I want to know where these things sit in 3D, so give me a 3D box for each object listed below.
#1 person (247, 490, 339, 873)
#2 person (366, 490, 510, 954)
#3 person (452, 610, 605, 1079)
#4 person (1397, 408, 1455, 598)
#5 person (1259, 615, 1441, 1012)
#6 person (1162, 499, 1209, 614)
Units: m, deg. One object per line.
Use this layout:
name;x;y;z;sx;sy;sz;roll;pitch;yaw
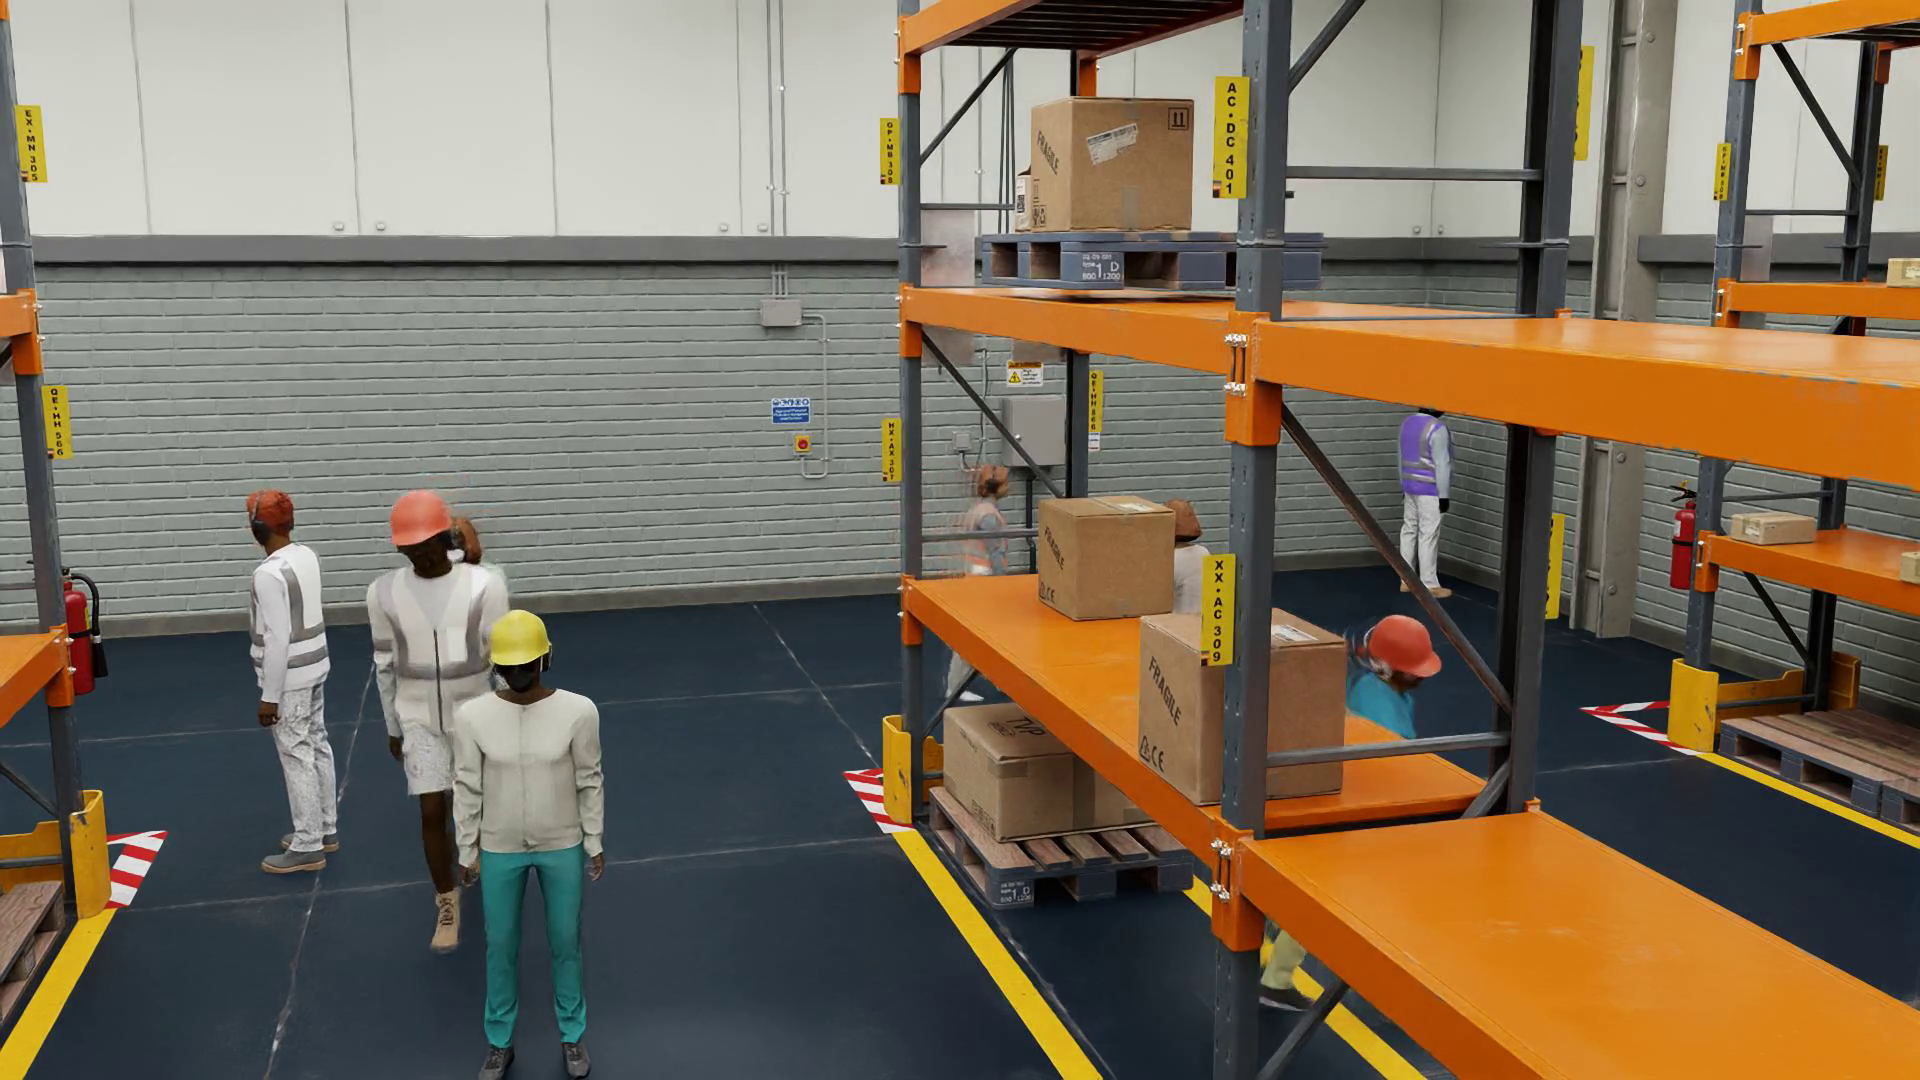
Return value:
person;-3.273;0.684;8.127;0.354;1.881;0.576;0;10;0
person;-2.293;0.746;7.455;0.615;2.014;0.850;-2;10;-11
person;-1.551;1.113;6.015;0.533;1.767;0.326;-2;10;-11
person;4.084;-0.424;14.554;0.430;1.845;0.621;-3;11;-18
person;1.597;1.083;6.435;0.924;1.681;0.579;0;10;2
person;1.232;0.582;9.412;0.267;1.632;0.507;9;13;40
